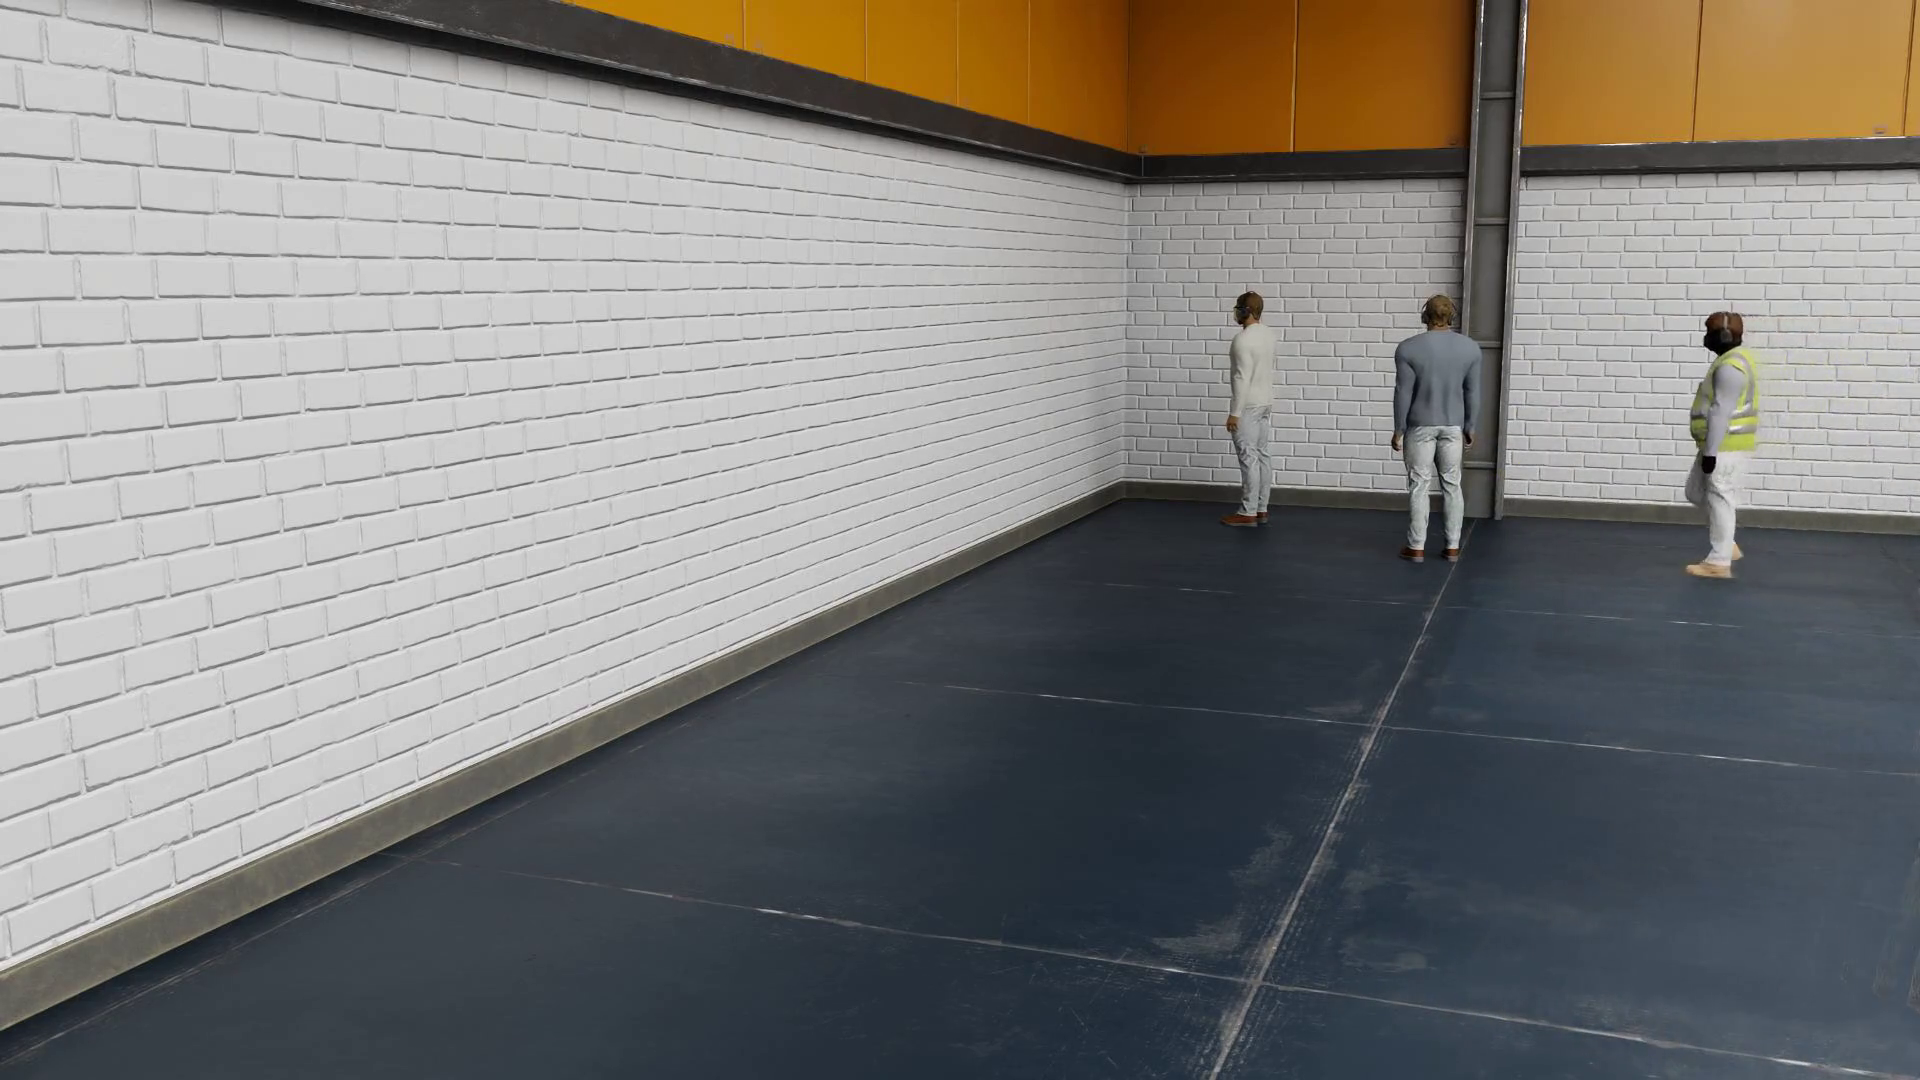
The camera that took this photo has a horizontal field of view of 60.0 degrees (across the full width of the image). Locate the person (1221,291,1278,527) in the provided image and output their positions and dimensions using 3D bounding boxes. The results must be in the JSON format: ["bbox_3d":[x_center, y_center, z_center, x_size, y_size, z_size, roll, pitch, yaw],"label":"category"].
[{"bbox_3d":[2.392,-1.078,13.743,0.370,1.940,0.627,6,11,34],"label":"person"}]

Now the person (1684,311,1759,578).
[{"bbox_3d":[5.190,-0.643,11.363,0.451,1.828,0.656,5,10,27],"label":"person"}]

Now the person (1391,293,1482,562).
[{"bbox_3d":[3.428,-0.802,12.016,0.635,1.937,0.352,0,9,-3],"label":"person"}]
